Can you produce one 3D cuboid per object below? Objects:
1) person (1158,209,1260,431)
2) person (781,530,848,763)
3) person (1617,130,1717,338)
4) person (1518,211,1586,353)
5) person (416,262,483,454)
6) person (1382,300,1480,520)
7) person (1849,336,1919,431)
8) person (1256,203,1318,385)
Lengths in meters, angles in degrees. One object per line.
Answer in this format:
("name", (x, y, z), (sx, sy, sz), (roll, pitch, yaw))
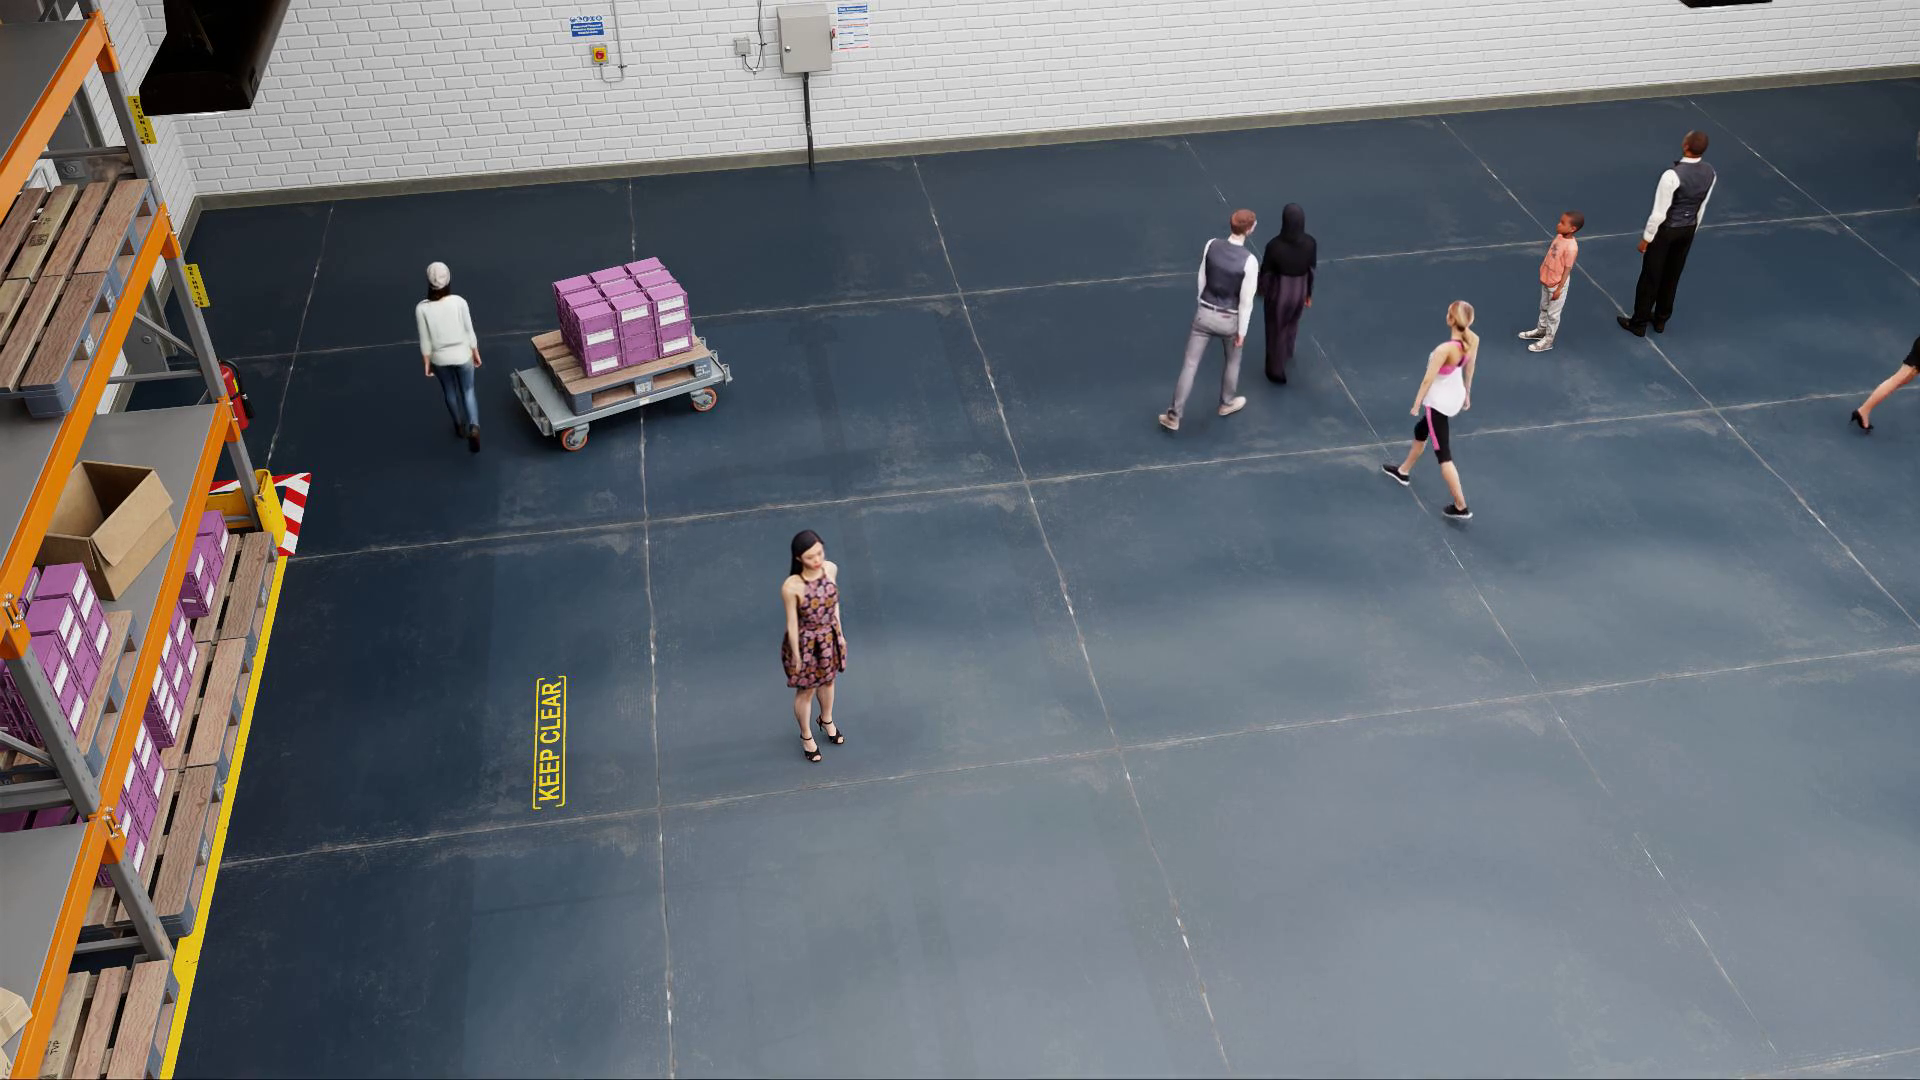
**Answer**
("person", (2.022, -1.741, 13.351), (1.136, 1.896, 1.202), (18, 42, 22))
("person", (-0.908, 0.661, 10.440), (0.848, 1.775, 0.802), (31, 48, 33))
("person", (6.201, -2.672, 14.499), (0.704, 1.917, 0.606), (-10, 40, -12))
("person", (5.197, -2.272, 14.484), (0.549, 1.311, 0.426), (-4, 39, -5))
("person", (-3.995, -1.420, 13.161), (0.701, 1.631, 0.980), (-16, 41, -20))
("person", (3.679, -0.941, 12.468), (0.951, 1.746, 1.225), (-23, 44, -27))
("person", (7.638, -1.478, 13.259), (0.927, 1.598, 1.094), (8, 39, 10))
("person", (2.750, -2.037, 13.950), (0.633, 1.610, 0.831), (-4, 39, -5))
